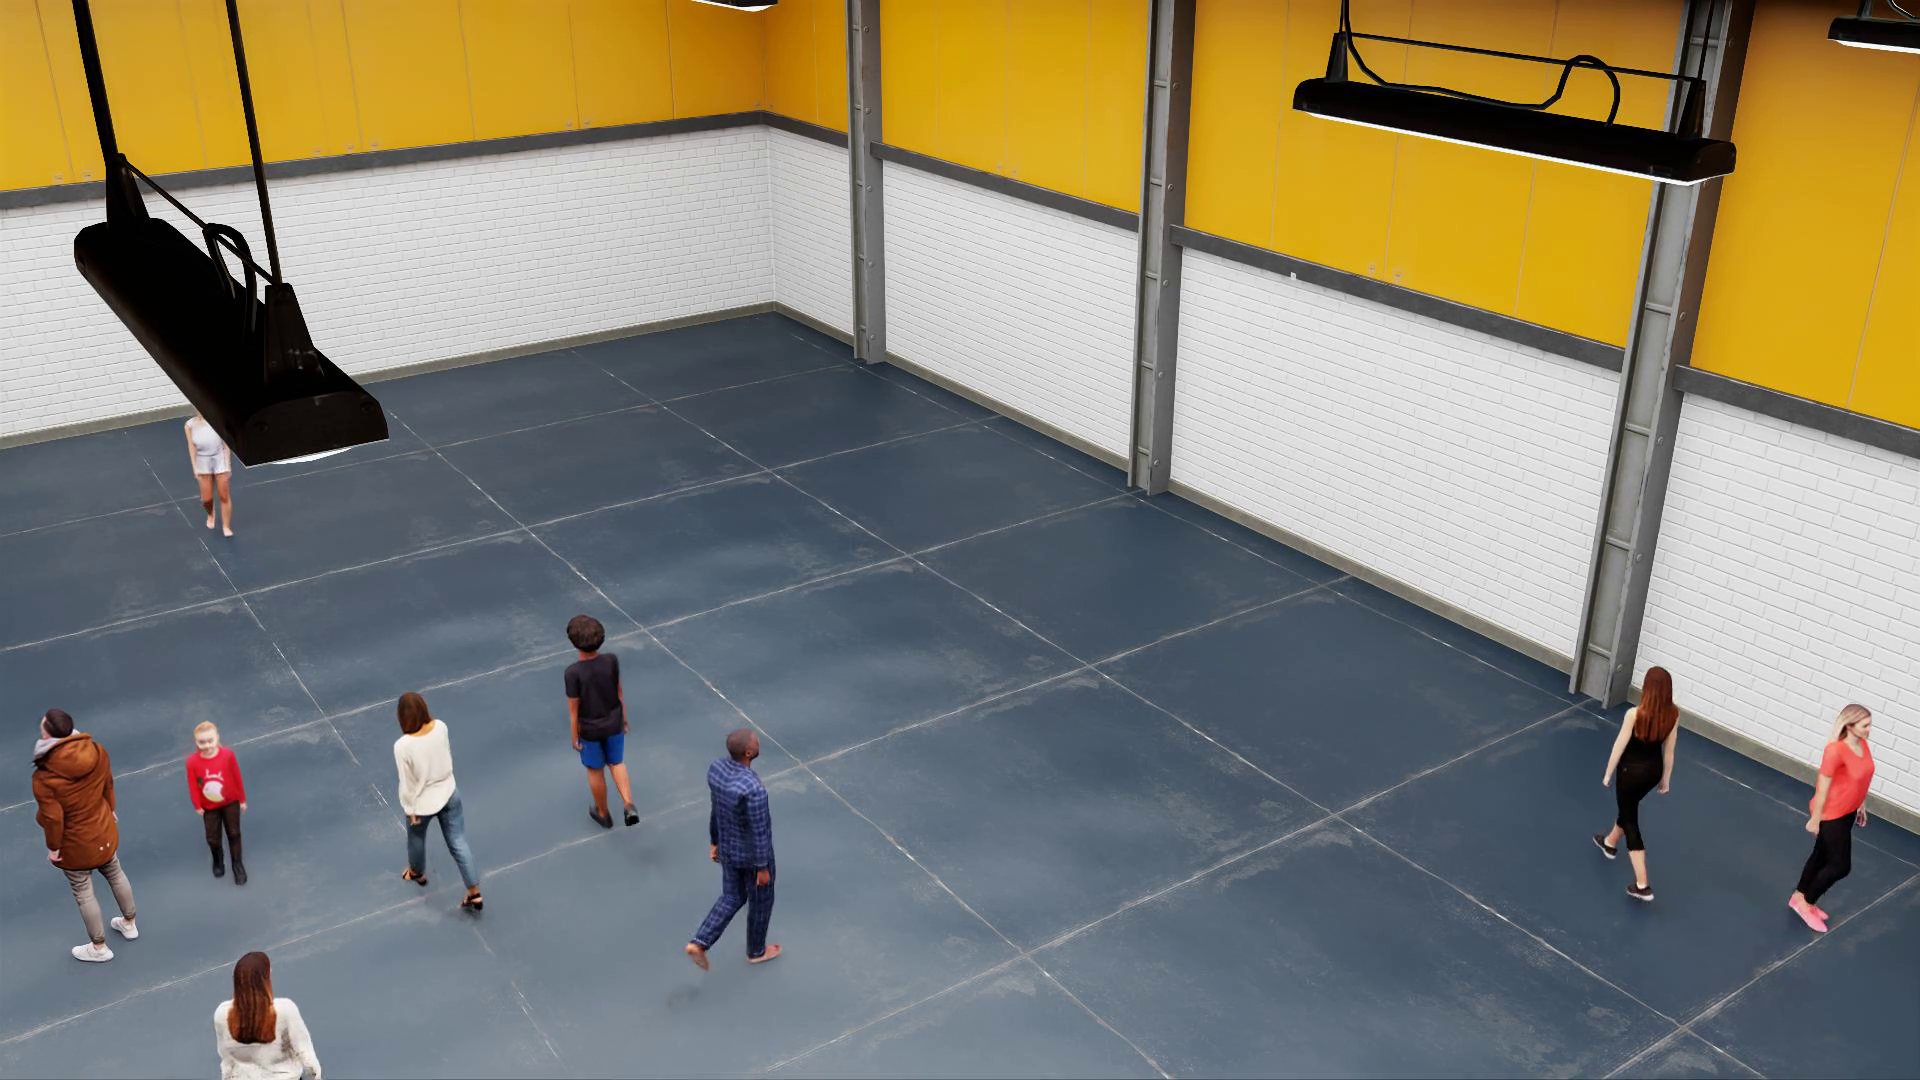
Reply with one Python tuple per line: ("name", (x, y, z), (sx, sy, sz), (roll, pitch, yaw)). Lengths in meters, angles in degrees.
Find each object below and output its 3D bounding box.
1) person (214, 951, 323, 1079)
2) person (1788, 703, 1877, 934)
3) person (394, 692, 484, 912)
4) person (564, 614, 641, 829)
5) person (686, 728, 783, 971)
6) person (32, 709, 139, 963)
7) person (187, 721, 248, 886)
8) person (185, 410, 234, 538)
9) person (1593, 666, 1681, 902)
("person", (-3.691, 2.960, 8.852), (0.759, 1.686, 0.774), (-2, 24, -5))
("person", (5.906, 1.848, 11.400), (0.618, 1.684, 0.625), (-19, 30, -37))
("person", (-3.583, 1.834, 11.490), (1.108, 1.637, 0.762), (20, 31, 38))
("person", (-2.624, 1.400, 12.299), (0.589, 1.784, 0.831), (-15, 28, -31))
("person", (-1.462, 2.054, 10.780), (0.830, 1.802, 0.924), (-21, 31, -39))
("person", (-5.793, 1.936, 11.005), (0.885, 1.838, 0.844), (9, 25, 19))
("person", (-5.300, 1.850, 11.906), (0.508, 1.274, 0.567), (-13, 27, -26))
("person", (-7.919, -0.833, 17.627), (0.603, 1.608, 0.655), (-10, 25, -21))
("person", (4.800, 1.721, 11.687), (0.920, 1.687, 1.197), (-3, 24, -8))
